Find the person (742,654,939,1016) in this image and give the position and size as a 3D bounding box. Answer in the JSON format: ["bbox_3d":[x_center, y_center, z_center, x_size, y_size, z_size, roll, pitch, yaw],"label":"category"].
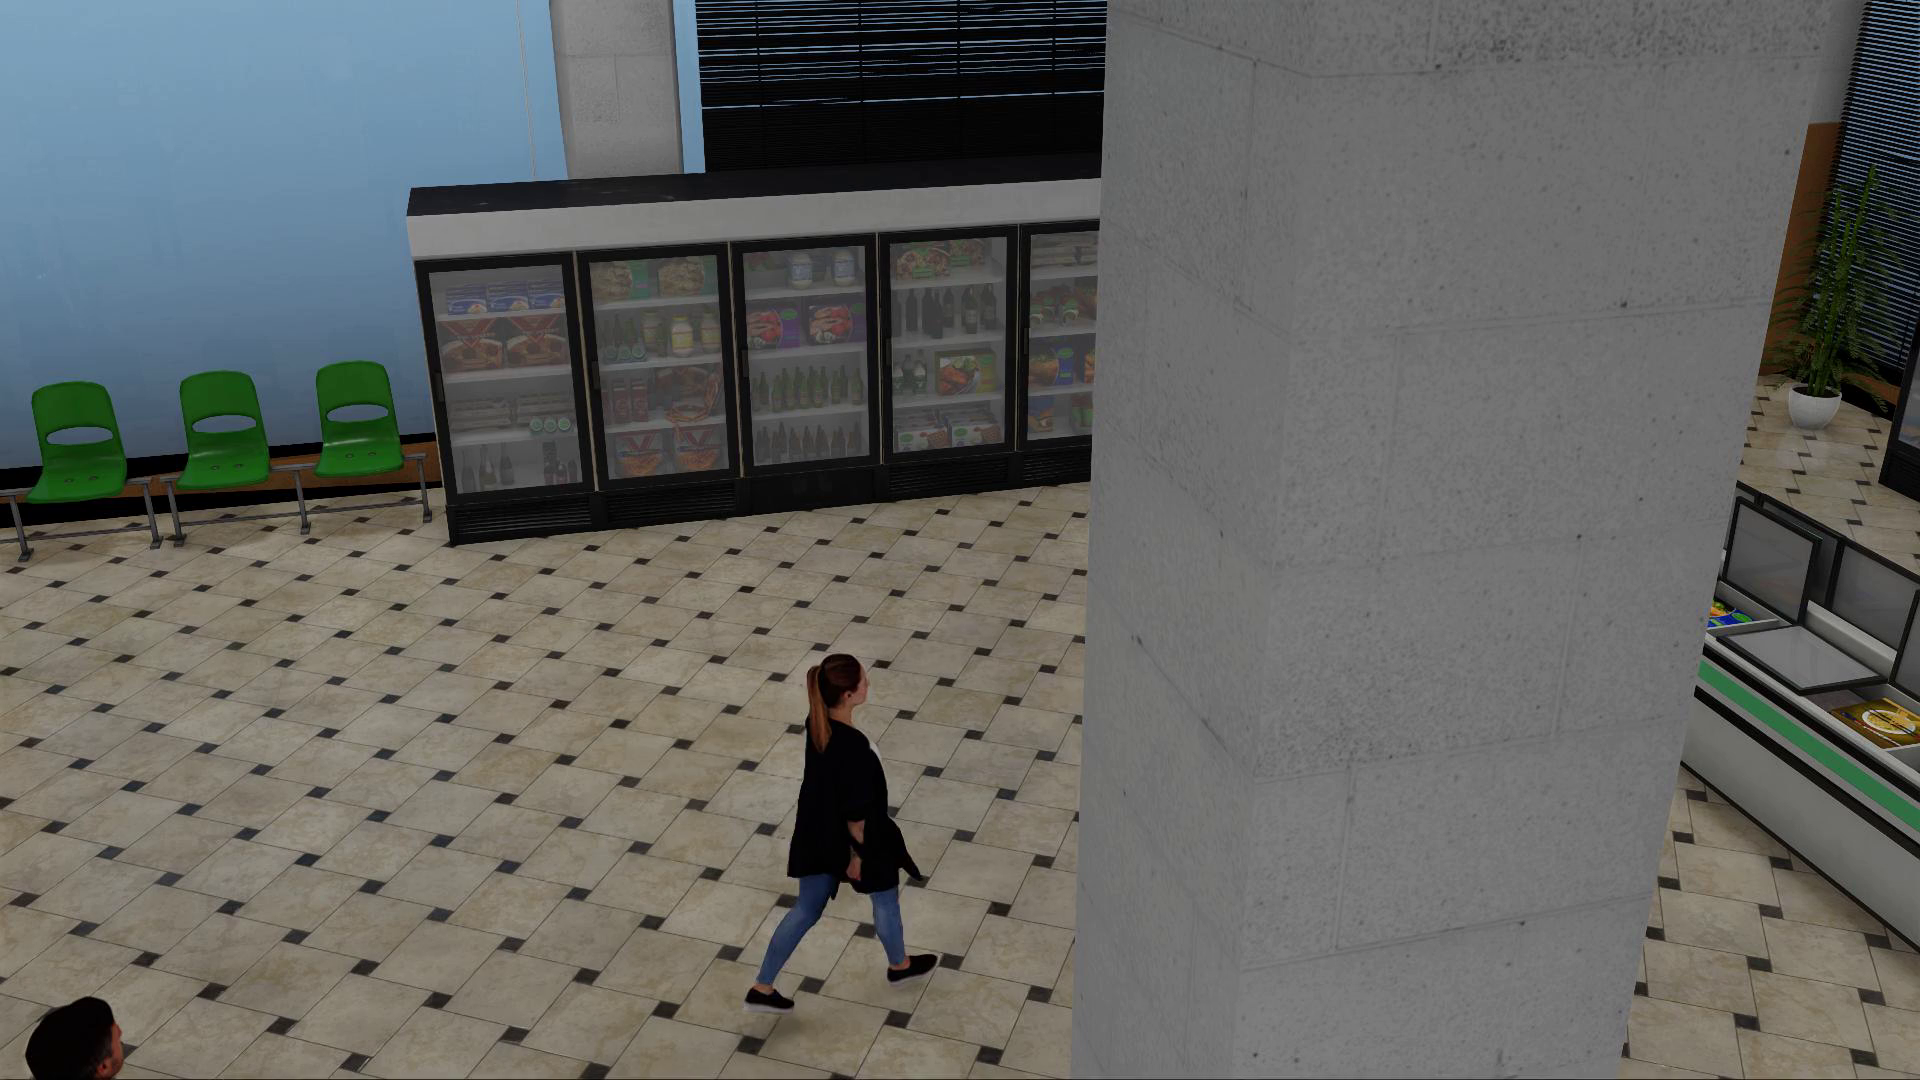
[{"bbox_3d":[-0.560,1.232,6.731,0.945,1.648,1.137,-16,28,-32],"label":"person"}]
